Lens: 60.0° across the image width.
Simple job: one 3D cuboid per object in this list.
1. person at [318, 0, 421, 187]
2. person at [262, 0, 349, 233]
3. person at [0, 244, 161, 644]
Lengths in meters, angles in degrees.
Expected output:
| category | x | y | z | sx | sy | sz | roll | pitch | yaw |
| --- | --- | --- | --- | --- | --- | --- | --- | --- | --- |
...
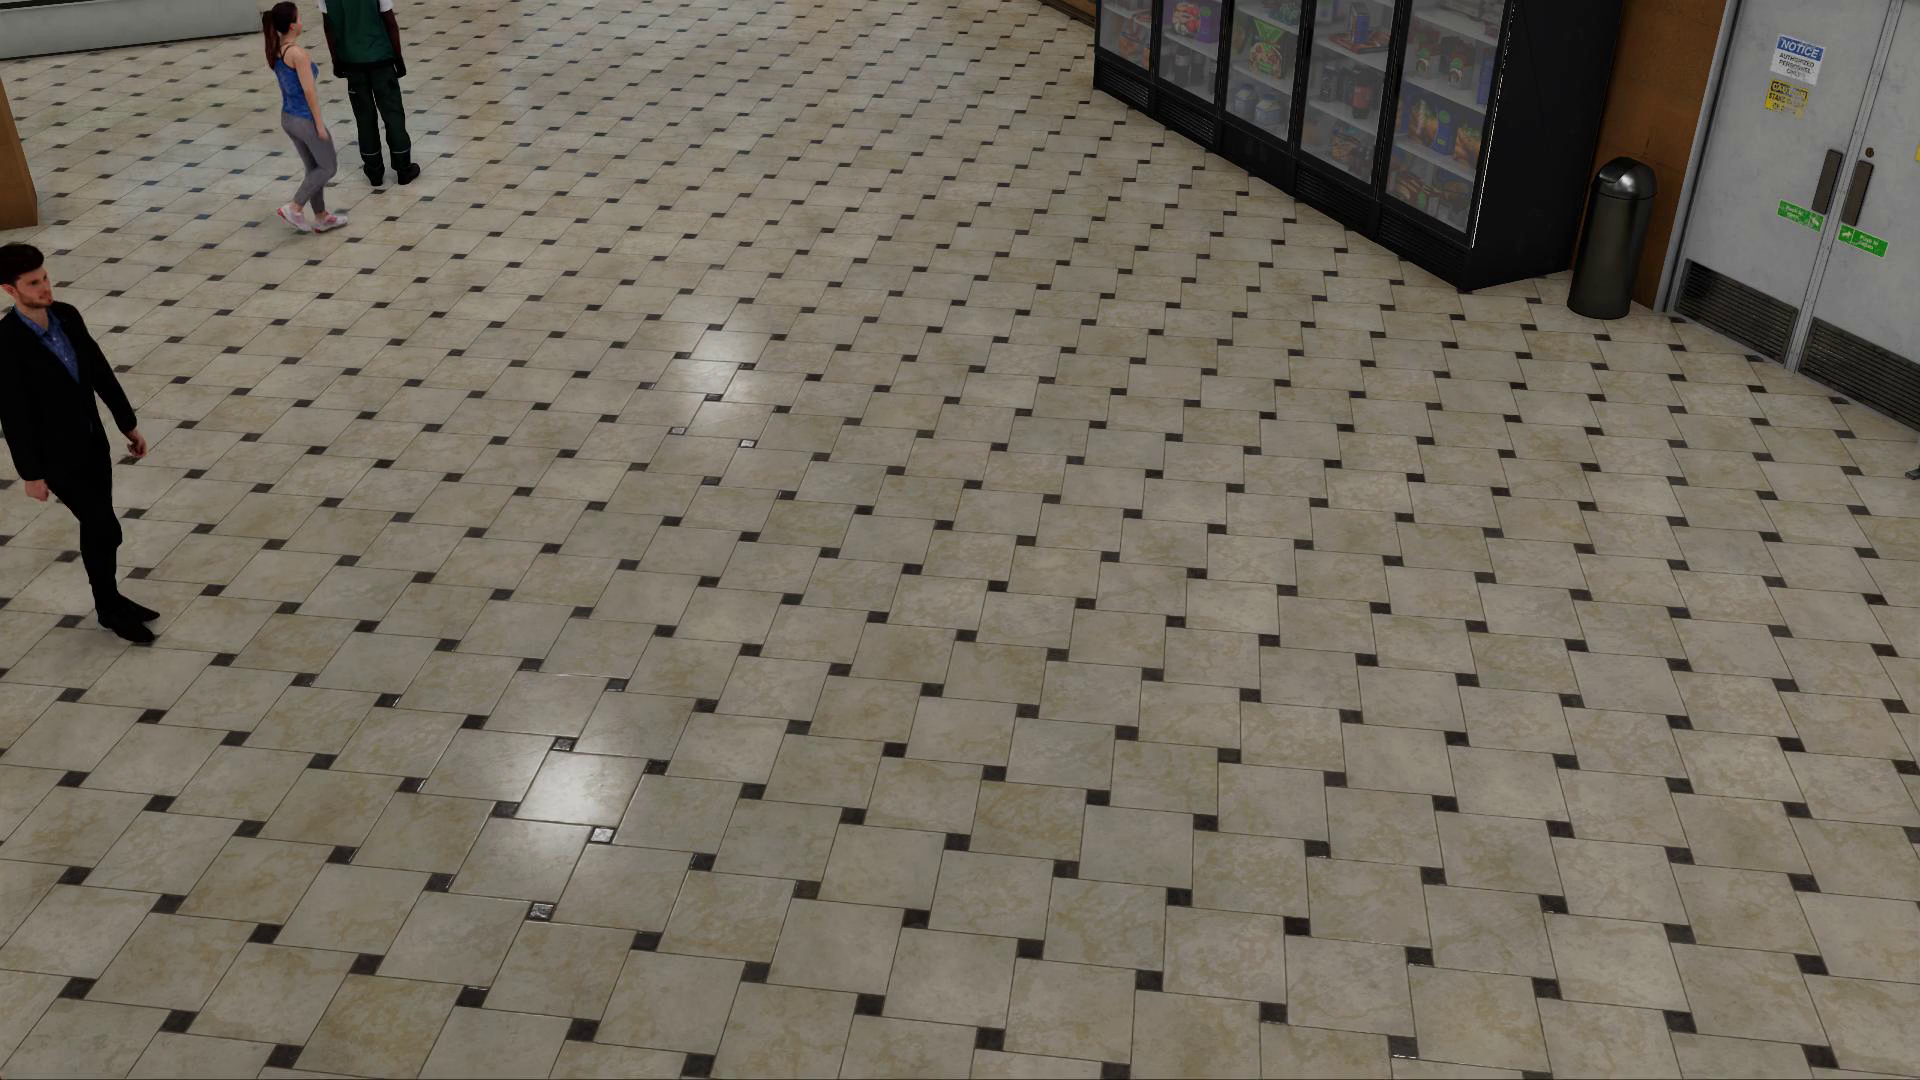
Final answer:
| category | x | y | z | sx | sy | sz | roll | pitch | yaw |
| --- | --- | --- | --- | --- | --- | --- | --- | --- | --- |
| person | -4.401 | -3.556 | 12.368 | 0.653 | 1.839 | 0.818 | -4 | 32 | -6 |
| person | -4.583 | -2.868 | 11.487 | 0.751 | 1.601 | 0.856 | 22 | 38 | 31 |
| person | -3.974 | -0.420 | 7.292 | 0.861 | 1.878 | 0.826 | 5 | 32 | 8 |
